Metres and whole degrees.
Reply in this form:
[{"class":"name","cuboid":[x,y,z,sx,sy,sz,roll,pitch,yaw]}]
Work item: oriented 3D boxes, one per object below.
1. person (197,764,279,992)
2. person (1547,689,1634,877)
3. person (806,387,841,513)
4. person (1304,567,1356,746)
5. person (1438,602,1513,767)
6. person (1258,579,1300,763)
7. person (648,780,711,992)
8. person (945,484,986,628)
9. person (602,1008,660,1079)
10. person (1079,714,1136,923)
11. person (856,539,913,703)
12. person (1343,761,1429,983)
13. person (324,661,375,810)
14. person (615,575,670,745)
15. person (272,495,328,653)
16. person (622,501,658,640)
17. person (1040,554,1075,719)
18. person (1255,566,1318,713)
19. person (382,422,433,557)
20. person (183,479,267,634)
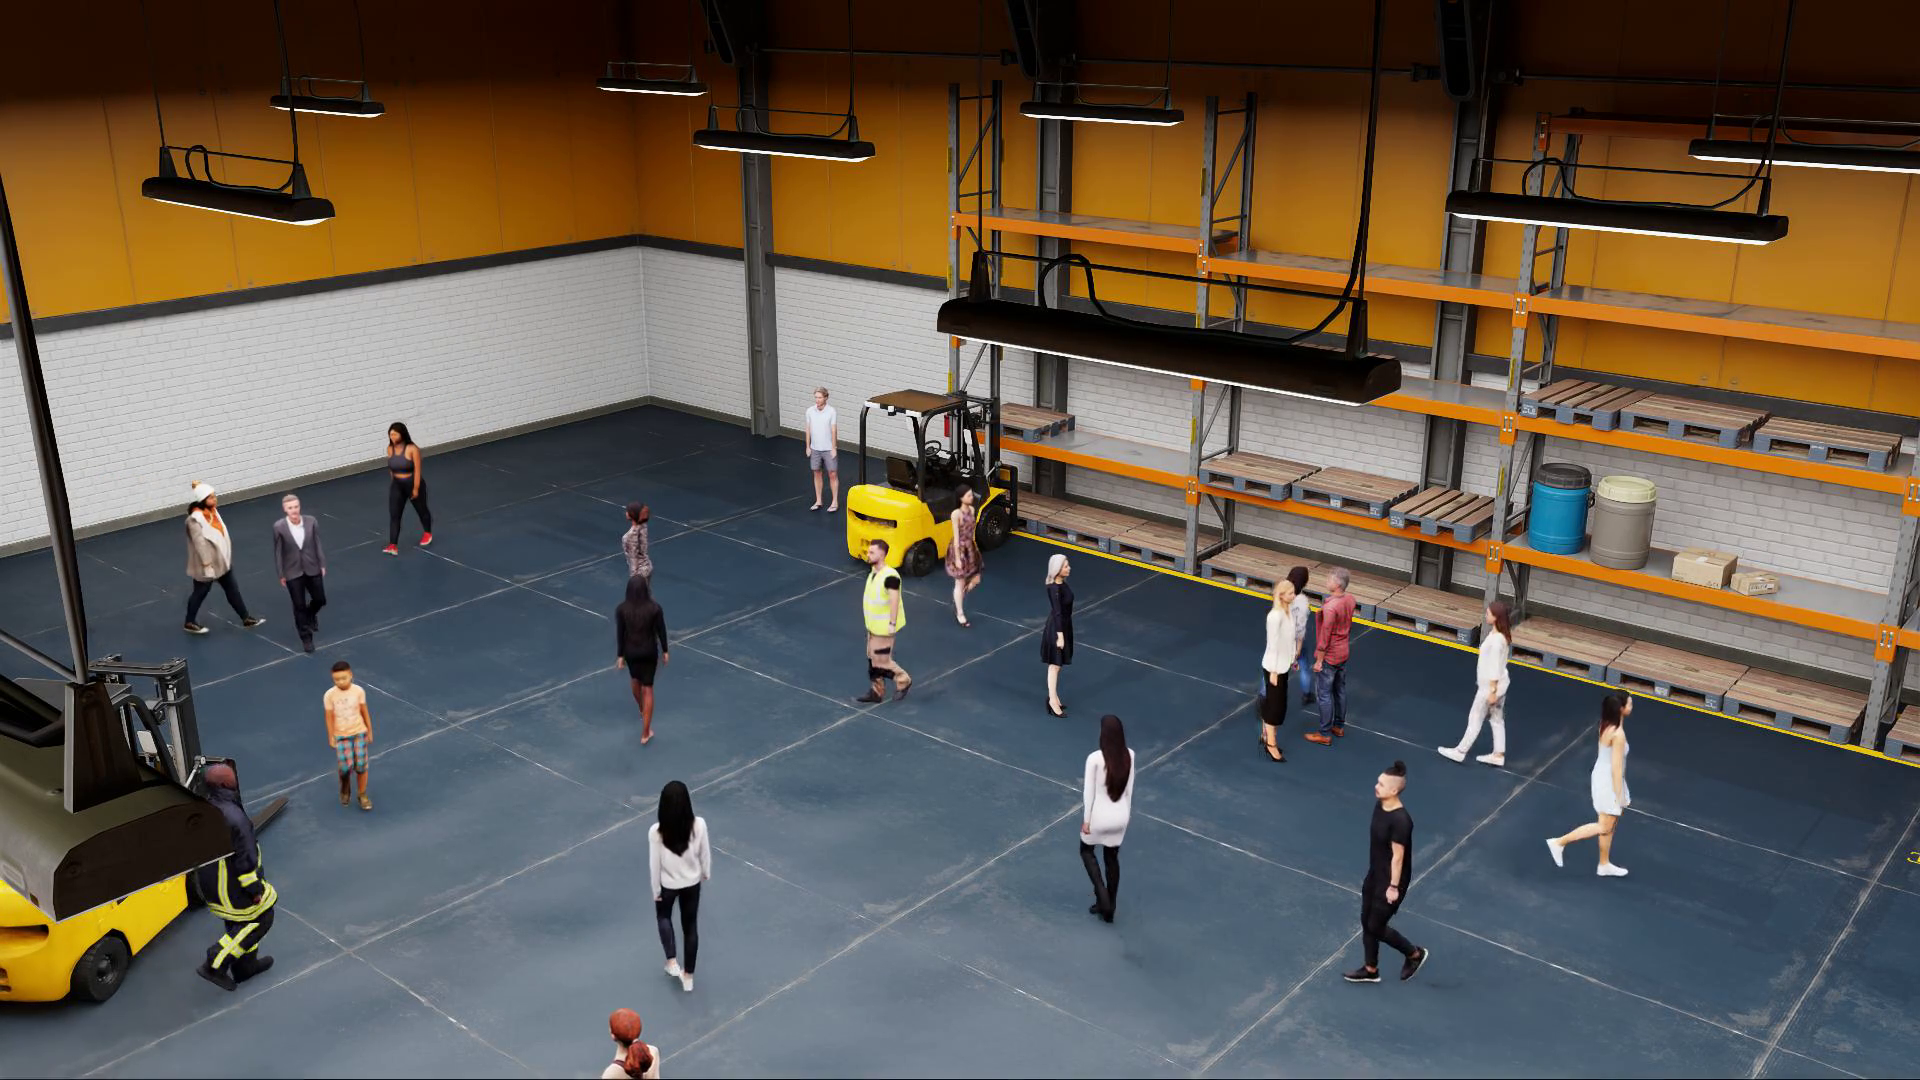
[{"class":"person","cuboid":[-5.521,2.552,12.446,0.804,1.807,0.777,15,24,38]},{"class":"person","cuboid":[5.377,2.070,14.022,1.042,1.715,0.903,2,19,6]},{"class":"person","cuboid":[-1.945,-1.321,23.911,0.624,1.831,0.765,5,19,16]},{"class":"person","cuboid":[3.720,1.137,16.605,0.546,1.835,0.700,17,25,41]},{"class":"person","cuboid":[5.206,1.411,16.047,0.930,1.672,0.763,8,20,21]},{"class":"person","cuboid":[3.086,1.250,16.234,0.651,1.857,0.679,8,20,22]},{"class":"person","cuboid":[-2.083,2.617,12.445,0.747,1.685,0.784,-6,20,-18]},{"class":"person","cuboid":[-0.033,0.181,19.558,0.684,1.763,0.630,15,23,37]},{"class":"person","cuboid":[-1.900,3.499,9.667,0.565,1.785,0.571,14,23,36]},{"class":"person","cuboid":[1.207,2.273,13.294,0.734,1.795,0.763,-8,20,-22]},{"class":"person","cuboid":[-0.759,0.858,17.430,0.934,1.837,0.893,-9,21,-25]},{"class":"person","cuboid":[3.266,2.518,12.475,1.021,1.853,0.962,-2,19,-5]},{"class":"person","cuboid":[-5.632,1.769,15.326,0.625,1.452,0.688,-10,21,-28]},{"class":"person","cuboid":[-3.193,1.208,16.626,1.100,1.687,1.139,-1,19,-3]},{"class":"person","cuboid":[-7.545,0.330,19.010,0.854,1.829,0.993,-12,22,-32]},{"class":"person","cuboid":[-3.668,0.373,19.063,0.705,1.713,0.672,2,19,7]},{"class":"person","cuboid":[1.021,0.973,17.229,0.728,1.747,0.696,2,19,7]},{"class":"person","cuboid":[3.350,1.063,17.206,0.896,1.591,1.068,-10,21,-28]},{"class":"person","cuboid":[-7.312,-0.701,22.196,1.257,1.749,1.136,3,19,9]},{"class":"person","cuboid":[-8.796,0.228,19.292,1.288,1.842,1.126,2,19,6]}]
